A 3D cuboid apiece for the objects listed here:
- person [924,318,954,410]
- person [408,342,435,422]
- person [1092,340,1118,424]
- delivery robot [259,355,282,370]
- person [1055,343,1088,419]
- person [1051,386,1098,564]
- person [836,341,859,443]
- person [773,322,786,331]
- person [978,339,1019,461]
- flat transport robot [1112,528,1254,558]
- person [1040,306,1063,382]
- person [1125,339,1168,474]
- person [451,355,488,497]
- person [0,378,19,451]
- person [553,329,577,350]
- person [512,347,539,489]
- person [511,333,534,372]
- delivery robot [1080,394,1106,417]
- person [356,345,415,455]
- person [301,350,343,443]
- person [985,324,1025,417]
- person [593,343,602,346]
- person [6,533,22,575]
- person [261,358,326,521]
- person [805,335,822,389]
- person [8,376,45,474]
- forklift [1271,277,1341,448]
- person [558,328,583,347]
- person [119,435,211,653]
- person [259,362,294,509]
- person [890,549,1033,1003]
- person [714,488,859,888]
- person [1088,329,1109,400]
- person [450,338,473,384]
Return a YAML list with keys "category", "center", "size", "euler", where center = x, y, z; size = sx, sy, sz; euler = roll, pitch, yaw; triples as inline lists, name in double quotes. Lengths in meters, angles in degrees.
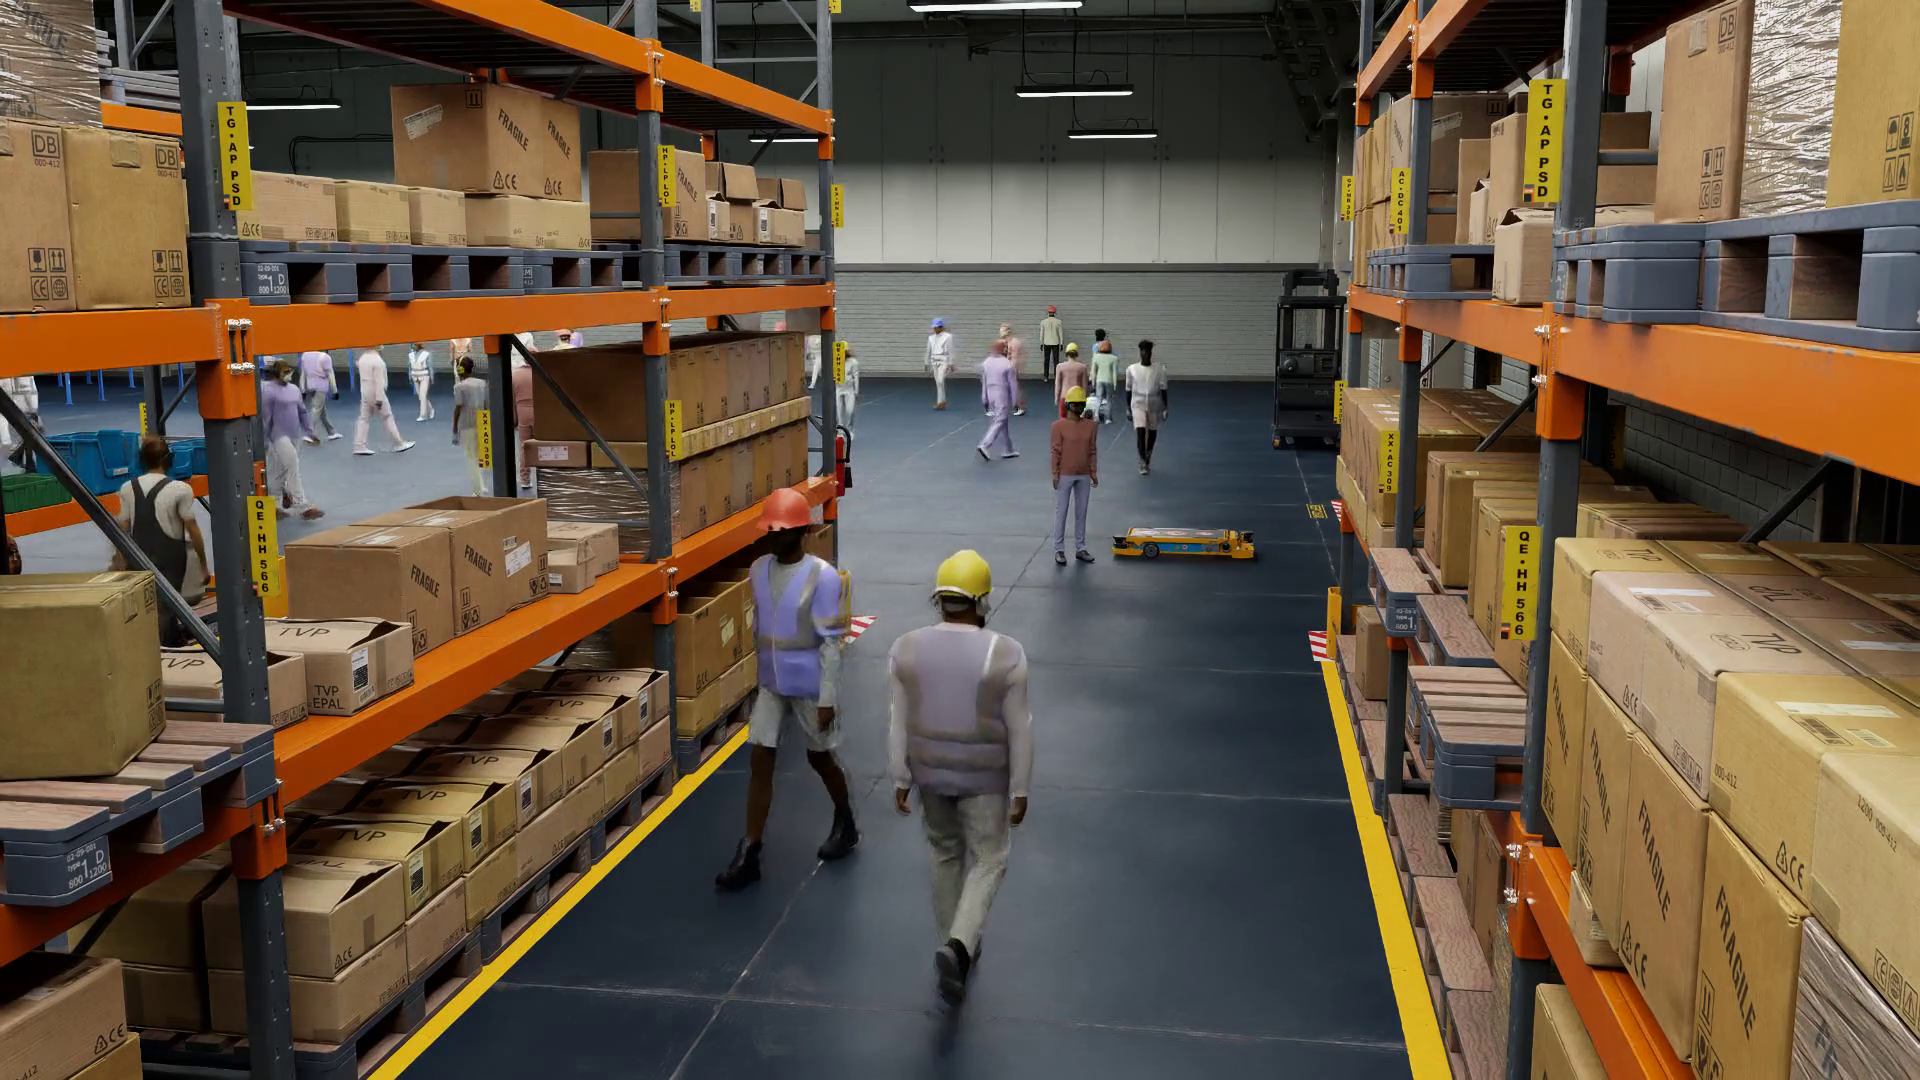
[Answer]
- category: "person"
  center: [-0.506, -3.685, 34.896]
  size: [0.658, 1.920, 0.775]
  euler: [7, 12, 37]
- category: "person"
  center: [-10.504, -3.144, 32.536]
  size: [0.529, 1.609, 0.735]
  euler: [3, 10, 19]
- category: "person"
  center: [2.734, -2.986, 31.564]
  size: [0.504, 1.612, 0.704]
  euler: [3, 10, 17]
- category: "delivery robot"
  center: [-19.795, -5.084, 47.585]
  size: [0.707, 0.478, 0.477]
  euler: [1, 9, 9]
- category: "person"
  center: [1.808, -2.345, 27.212]
  size: [0.546, 1.734, 0.795]
  euler: [0, 9, -2]
- category: "person"
  center: [1.152, -0.656, 16.702]
  size: [0.525, 1.772, 0.309]
  euler: [-4, 10, -25]
- category: "person"
  center: [-1.985, -2.516, 28.292]
  size: [0.505, 1.723, 0.526]
  euler: [1, 9, 7]
- category: "person"
  center: [-3.625, -3.370, 33.037]
  size: [0.915, 1.899, 0.556]
  euler: [-3, 10, -21]
- category: "person"
  center: [0.604, -2.182, 25.810]
  size: [0.924, 1.870, 0.652]
  euler: [-8, 12, -42]
- category: "flat transport robot"
  center: [2.319, 0.022, 17.257]
  size: [1.431, 0.197, 0.652]
  euler: [1, 9, 9]
- category: "person"
  center: [2.426, -5.191, 43.970]
  size: [0.625, 1.992, 0.388]
  euler: [1, 9, 9]
- category: "person"
  center: [2.711, -1.966, 24.260]
  size: [0.624, 1.937, 0.845]
  euler: [0, 9, 1]
- category: "person"
  center: [-6.192, -1.391, 20.966]
  size: [0.471, 1.848, 0.524]
  euler: [4, 10, 25]
- category: "person"
  center: [-15.723, -2.403, 27.119]
  size: [0.586, 1.882, 0.341]
  euler: [1, 9, 9]
- category: "person"
  center: [-7.233, -2.940, 30.373]
  size: [0.569, 1.910, 0.748]
  euler: [5, 10, 28]
- category: "person"
  center: [-5.707, -1.635, 22.318]
  size: [0.652, 1.906, 0.403]
  euler: [1, 9, 8]
- category: "person"
  center: [-8.988, -3.544, 33.835]
  size: [0.618, 1.994, 1.031]
  euler: [-1, 9, -8]
- category: "delivery robot"
  center: [2.569, -2.596, 32.243]
  size: [0.707, 0.478, 0.477]
  euler: [-5, 11, -29]
- category: "person"
  center: [-9.253, -2.300, 26.536]
  size: [0.662, 1.857, 0.972]
  euler: [8, 12, 39]
- category: "person"
  center: [-10.942, -2.599, 28.377]
  size: [0.611, 1.878, 1.006]
  euler: [4, 10, 23]
- category: "person"
  center: [0.948, -3.406, 33.401]
  size: [0.985, 1.862, 0.661]
  euler: [-9, 13, -43]
- category: "person"
  center: [-5.402, -2.088, 25.352]
  size: [0.646, 1.823, 0.530]
  euler: [6, 11, 32]
- category: "person"
  center: [-4.839, 0.753, 8.422]
  size: [0.509, 1.632, 0.266]
  euler: [1, 9, 9]
- category: "person"
  center: [-7.860, -1.178, 19.508]
  size: [0.896, 1.899, 0.633]
  euler: [2, 9, 13]
- category: "person"
  center: [-3.518, -4.558, 41.274]
  size: [0.503, 1.600, 0.849]
  euler: [8, 12, 42]
- category: "person"
  center: [-13.449, -1.914, 23.975]
  size: [0.447, 1.920, 0.552]
  euler: [-5, 11, -29]
- category: "forklift"
  center: [5.847, -3.016, 27.970]
  size: [1.129, 2.768, 1.873]
  euler: [1, 9, 9]
- category: "person"
  center: [-8.650, -4.020, 37.258]
  size: [0.596, 1.820, 0.763]
  euler: [-7, 12, -37]
- category: "person"
  center: [-5.541, 0.163, 11.586]
  size: [0.538, 1.791, 0.987]
  euler: [1, 9, 7]
- category: "person"
  center: [-8.325, -1.242, 19.797]
  size: [0.626, 1.933, 0.655]
  euler: [3, 10, 15]
- category: "person"
  center: [-0.009, 0.948, 6.695]
  size: [0.599, 1.813, 0.698]
  euler: [3, 10, 18]
- category: "person"
  center: [-0.817, 0.684, 8.075]
  size: [0.561, 1.897, 0.902]
  euler: [6, 11, 32]
- category: "person"
  center: [2.953, -3.628, 35.270]
  size: [0.399, 1.681, 0.557]
  euler: [9, 13, 43]
- category: "person"
  center: [-11.667, -4.193, 38.968]
  size: [0.516, 1.625, 0.375]
  euler: [-3, 10, -16]
